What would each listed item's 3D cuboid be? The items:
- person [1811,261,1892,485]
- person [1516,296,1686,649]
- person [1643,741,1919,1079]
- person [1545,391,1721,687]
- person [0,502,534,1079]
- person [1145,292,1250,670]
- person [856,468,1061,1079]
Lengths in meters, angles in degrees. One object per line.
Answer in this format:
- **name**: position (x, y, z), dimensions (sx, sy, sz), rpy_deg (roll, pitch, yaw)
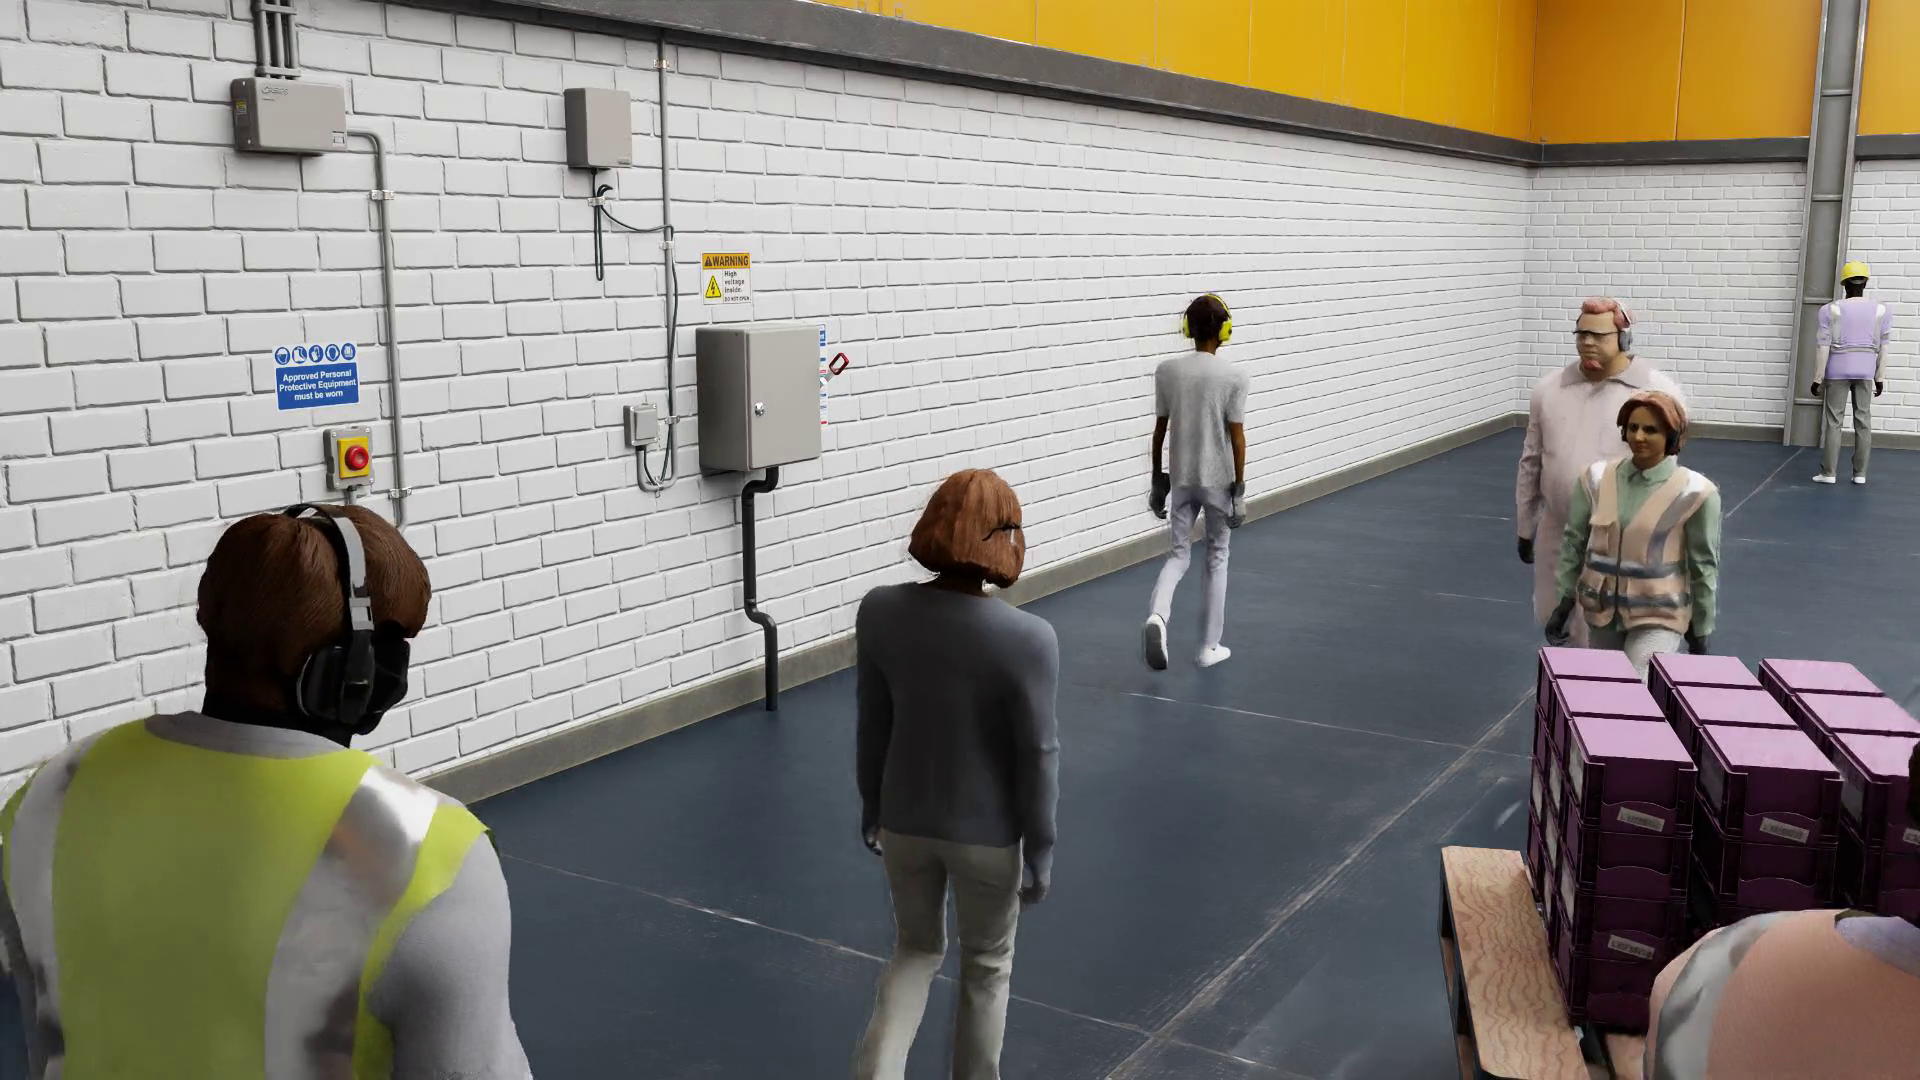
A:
- **person**: position (7.637, -1.424, 14.296), dimensions (0.585, 1.918, 0.381), rpy_deg (2, 10, 10)
- **person**: position (2.619, -0.057, 6.841), dimensions (0.649, 1.883, 0.749), rpy_deg (10, 14, 44)
- **person**: position (0.890, 0.959, 1.428), dimensions (0.870, 1.793, 0.635), rpy_deg (-4, 11, -21)
- **person**: position (2.374, 0.267, 5.800), dimensions (0.822, 1.602, 0.512), rpy_deg (-8, 13, -38)
- **person**: position (-0.773, 0.861, 1.941), dimensions (0.659, 1.824, 0.542), rpy_deg (3, 11, 16)
- **person**: position (1.128, -0.261, 8.039), dimensions (0.505, 1.857, 0.705), rpy_deg (6, 12, 29)
- **person**: position (-0.038, 0.651, 3.636), dimensions (0.517, 1.615, 0.496), rpy_deg (5, 11, 26)
